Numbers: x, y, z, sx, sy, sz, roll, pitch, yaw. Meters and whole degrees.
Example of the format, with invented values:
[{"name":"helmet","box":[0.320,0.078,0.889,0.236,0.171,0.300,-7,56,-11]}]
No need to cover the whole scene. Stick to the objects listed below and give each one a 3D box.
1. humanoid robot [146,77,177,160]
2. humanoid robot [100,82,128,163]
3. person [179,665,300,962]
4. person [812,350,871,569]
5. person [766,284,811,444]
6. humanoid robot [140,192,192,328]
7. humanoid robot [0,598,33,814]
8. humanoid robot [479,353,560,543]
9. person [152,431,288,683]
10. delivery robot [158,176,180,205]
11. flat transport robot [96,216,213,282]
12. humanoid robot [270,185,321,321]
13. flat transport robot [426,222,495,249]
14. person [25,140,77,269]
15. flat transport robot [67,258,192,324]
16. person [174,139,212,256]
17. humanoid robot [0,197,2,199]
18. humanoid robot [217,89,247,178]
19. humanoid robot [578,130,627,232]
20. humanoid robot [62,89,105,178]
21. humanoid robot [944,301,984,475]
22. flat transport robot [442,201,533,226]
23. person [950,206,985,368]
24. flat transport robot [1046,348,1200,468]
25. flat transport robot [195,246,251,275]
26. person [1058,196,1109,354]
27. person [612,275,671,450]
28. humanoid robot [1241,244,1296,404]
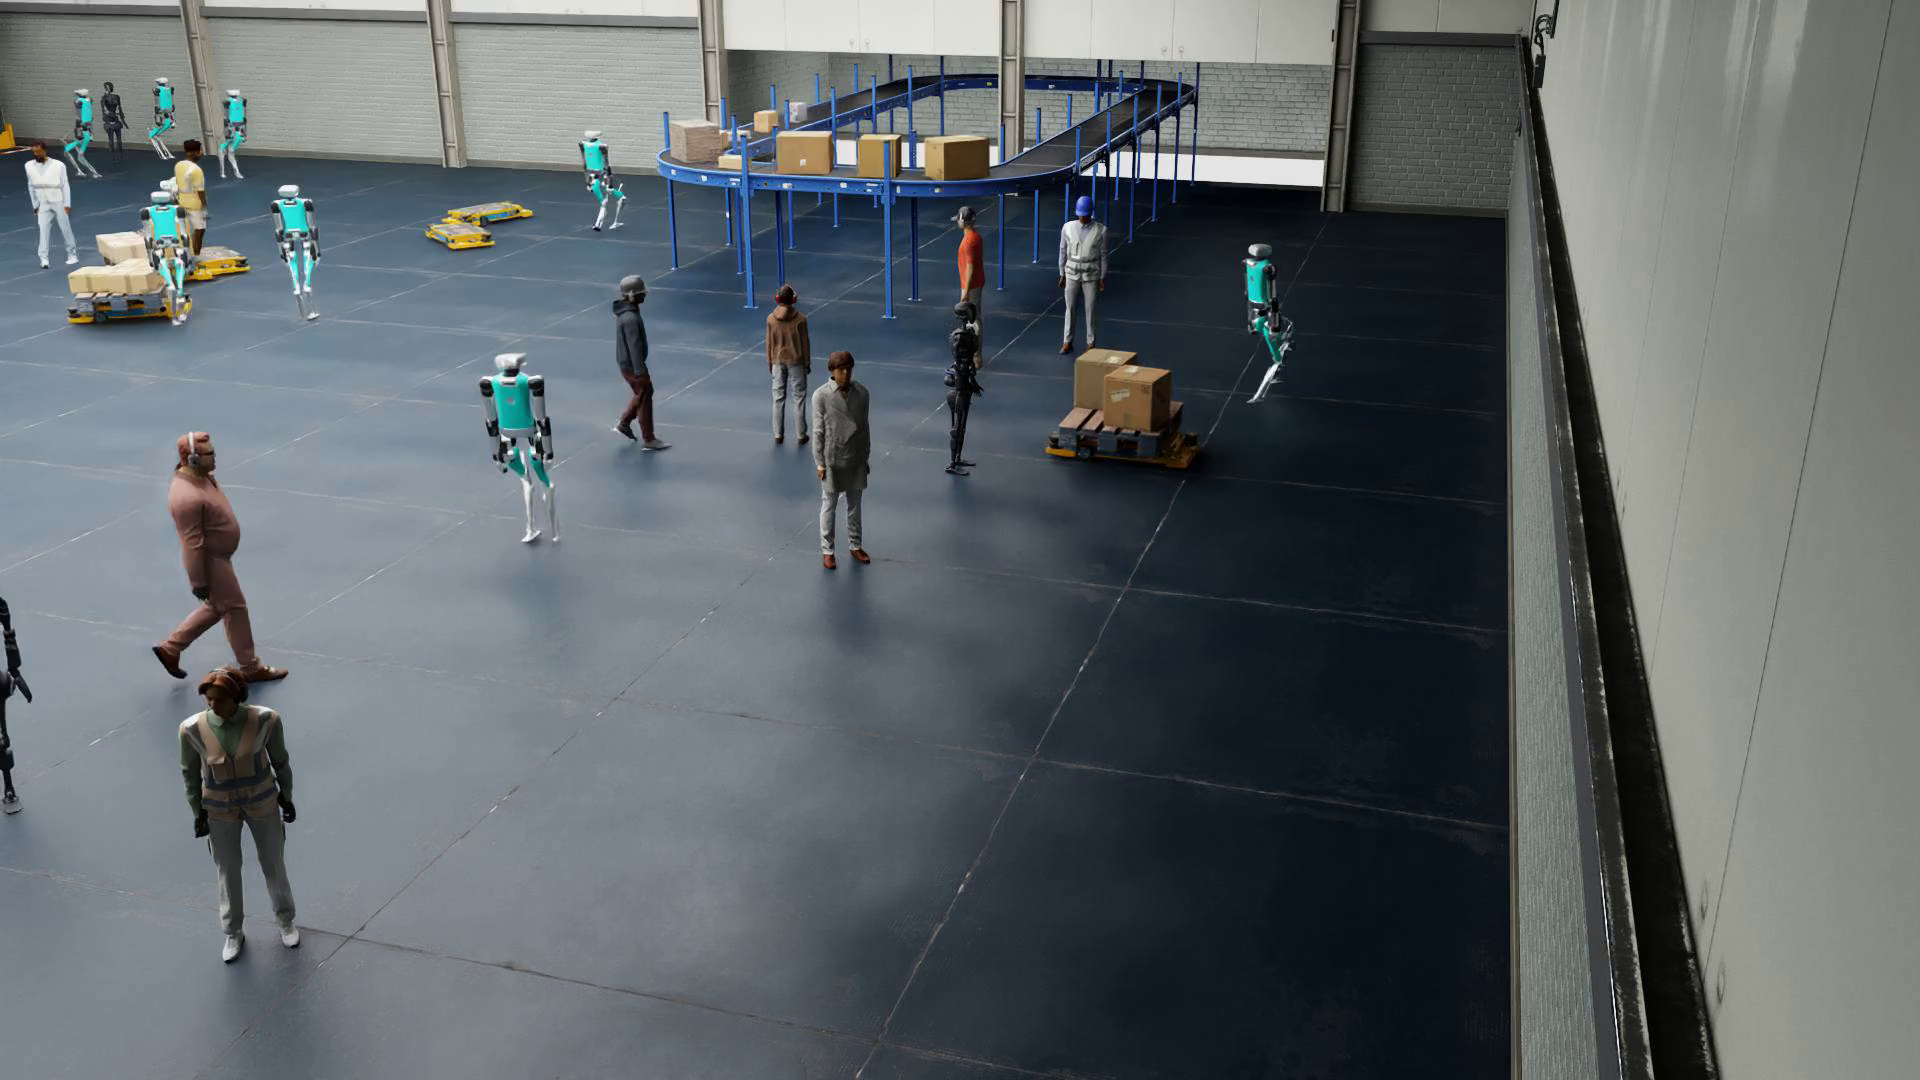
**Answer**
[{"name":"humanoid robot","box":[-16.806,-8.836,34.864,0.735,1.681,0.533,6,22,16]},{"name":"humanoid robot","box":[-17.838,-8.800,35.041,0.339,1.651,0.609,7,22,16]},{"name":"person","box":[-3.722,1.400,8.642,0.514,1.636,0.313,-8,22,-20]},{"name":"person","box":[-0.967,-0.671,13.744,0.503,1.836,0.365,-9,23,-23]},{"name":"person","box":[-1.742,-1.773,16.863,0.455,1.644,0.319,4,21,10]},{"name":"humanoid robot","box":[-10.133,-3.541,21.404,0.534,1.768,1.031,-11,24,-27]},{"name":"humanoid robot","box":[-6.037,0.826,10.155,0.587,1.631,0.782,-13,24,-30]},{"name":"humanoid robot","box":[-3.684,-0.765,14.180,0.531,1.827,0.750,0,21,0]},{"name":"person","box":[-5.257,0.146,11.556,0.789,1.882,0.650,-8,22,-19]},{"name":"delivery robot","box":[-14.293,-6.469,30.535,0.499,0.577,0.769,11,23,25]},{"name":"flat transport robot","box":[-11.729,-3.856,24.178,1.431,0.231,0.659,-15,26,-34]},{"name":"humanoid robot","box":[-8.659,-3.657,21.731,0.549,1.877,0.680,-3,21,-9]},{"name":"flat transport robot","box":[-8.123,-4.943,26.998,0.659,0.231,1.431,-14,25,-32]},{"name":"person","box":[-13.708,-5.050,25.031,0.615,1.884,0.794,-3,21,-7]},{"name":"flat transport robot","box":[-11.078,-3.094,22.203,1.431,0.231,0.659,-6,22,-16]},{"name":"person","box":[-11.414,-5.003,24.826,0.632,1.937,0.421,17,27,37]},{"name":"humanoid robot","box":[-17.986,-7.077,30.604,0.611,1.635,0.433,6,22,16]},{"name":"humanoid robot","box":[-14.606,-8.091,33.133,0.867,1.755,0.530,7,22,18]},{"name":"humanoid robot","box":[-5.846,-5.944,27.557,0.559,1.717,1.016,10,23,24]},{"name":"humanoid robot","box":[-17.538,-8.045,33.010,0.809,1.766,0.530,1,21,2]},{"name":"humanoid robot","box":[0.032,-1.486,16.051,0.315,1.659,0.599,6,22,16]},{"name":"flat transport robot","box":[-8.187,-5.640,28.806,0.659,0.231,1.431,15,26,34]},{"name":"person","box":[0.083,-2.981,19.636,0.422,1.907,0.479,4,21,11]},{"name":"flat transport robot","box":[1.640,-0.968,16.687,1.431,0.231,0.659,7,22,17]},{"name":"flat transport robot","box":[-11.293,-4.218,25.117,0.659,0.231,1.431,-17,27,-37]},{"name":"person","box":[1.488,-3.207,20.178,0.602,1.938,0.400,5,22,13]},{"name":"person","box":[-3.216,-1.771,16.634,0.497,1.800,0.605,-6,22,-14]},{"name":"humanoid robot","box":[3.496,-2.405,18.403,0.909,1.769,0.532,-10,23,-24]}]
